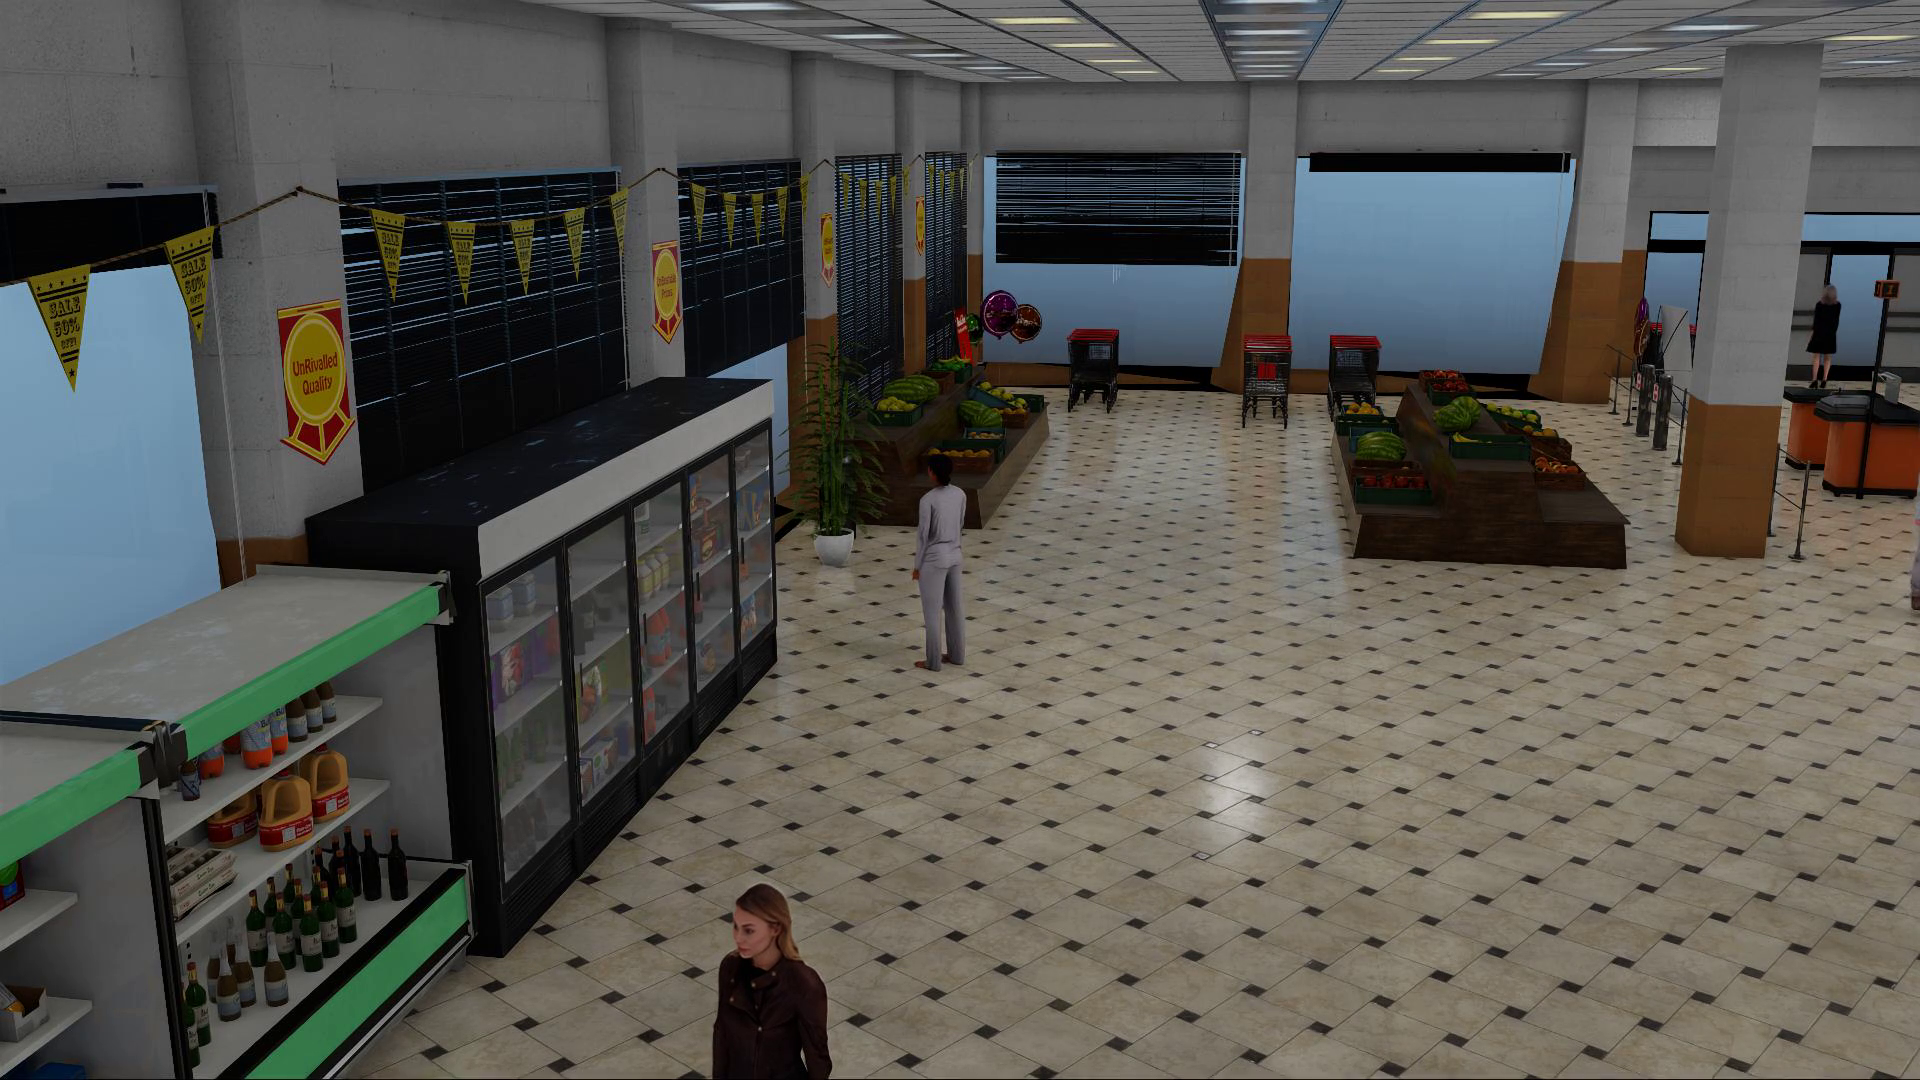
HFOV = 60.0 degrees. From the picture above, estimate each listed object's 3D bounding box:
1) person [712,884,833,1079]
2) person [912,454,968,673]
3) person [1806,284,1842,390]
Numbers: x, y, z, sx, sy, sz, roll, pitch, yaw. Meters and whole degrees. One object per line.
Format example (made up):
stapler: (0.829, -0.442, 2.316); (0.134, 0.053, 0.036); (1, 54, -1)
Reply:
person: (-0.647, 1.981, 5.770); (0.667, 1.703, 0.615); (8, 16, 29)
person: (-0.146, 0.165, 13.184); (0.683, 1.737, 0.771); (-12, 18, -41)
person: (14.521, -3.420, 27.945); (0.619, 1.746, 0.589); (1, 14, 4)
